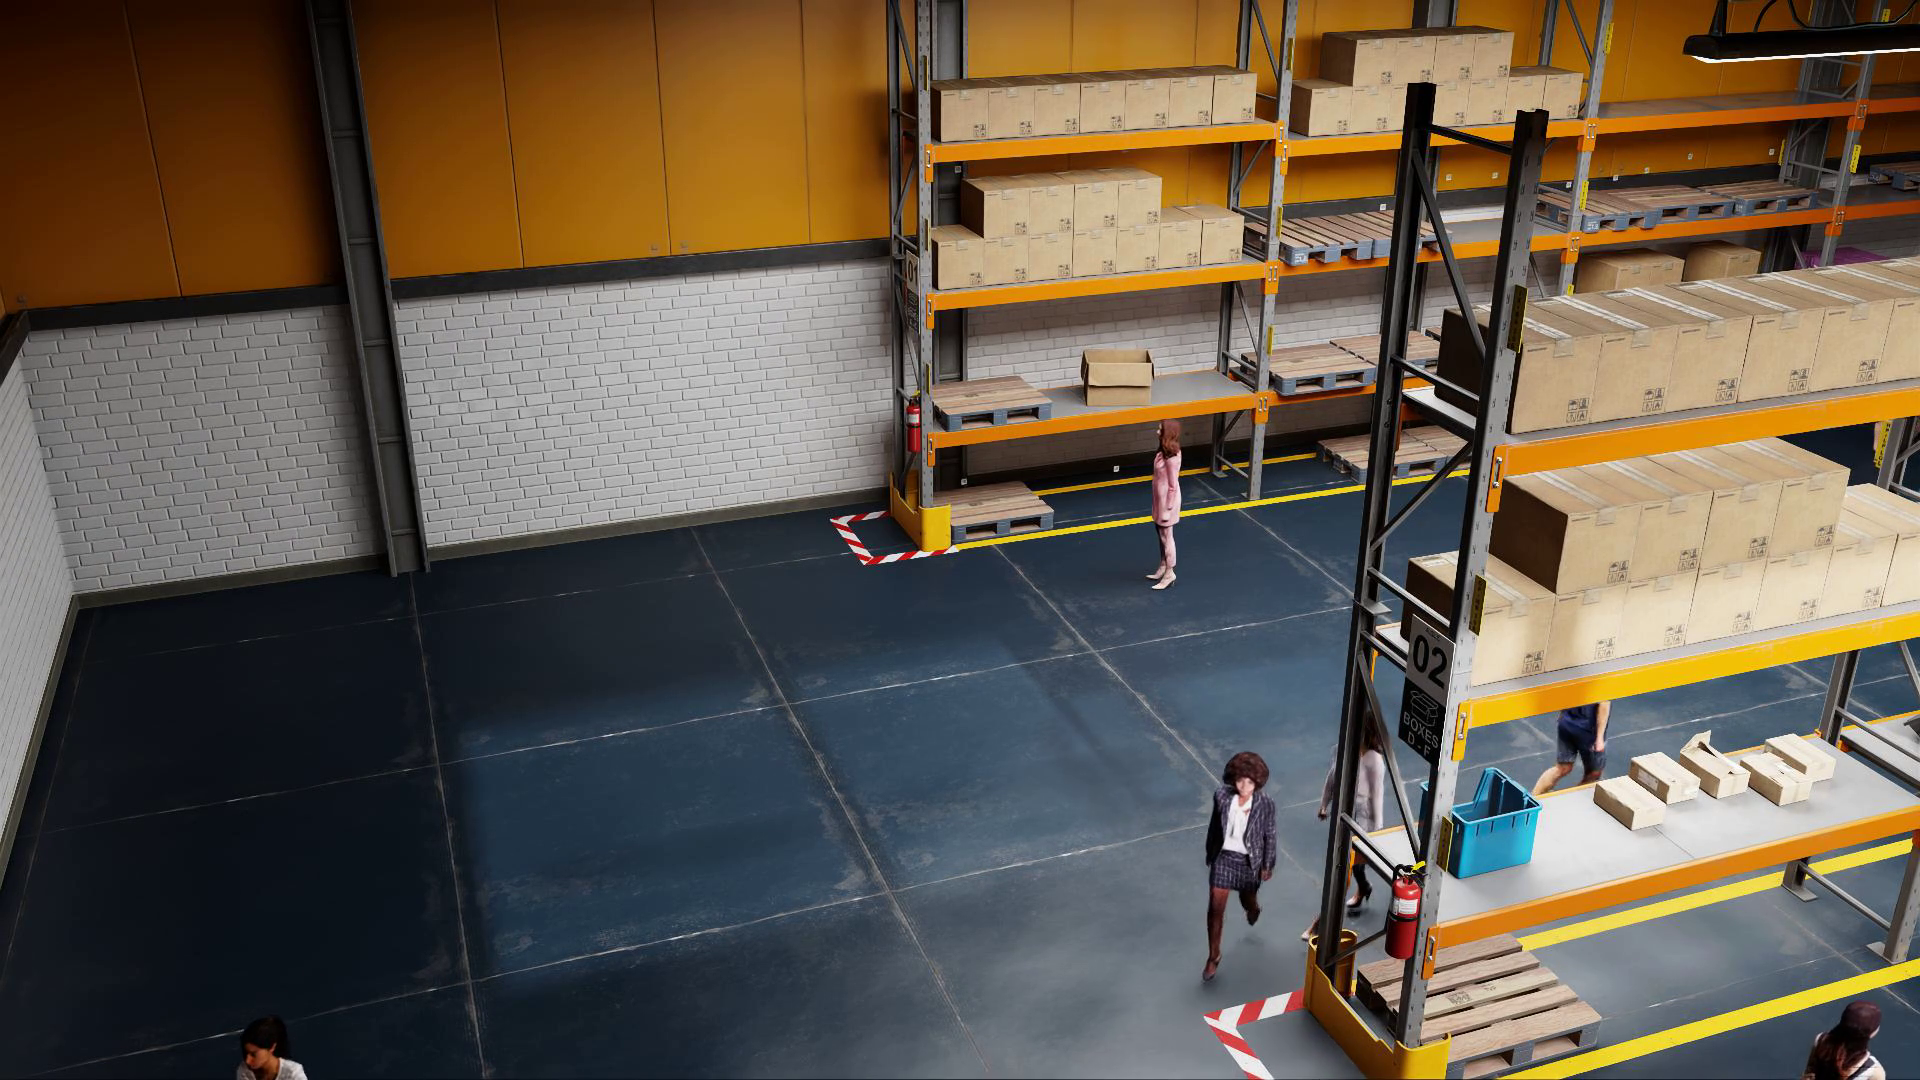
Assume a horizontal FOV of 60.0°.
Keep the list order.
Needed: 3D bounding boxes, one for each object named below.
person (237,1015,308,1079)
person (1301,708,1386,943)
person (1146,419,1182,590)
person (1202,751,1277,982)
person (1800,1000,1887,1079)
[{"bbox_3d":[-3.538,3.195,8.888,1.106,1.595,0.993,3,24,8],"label":"person"},{"bbox_3d":[2.778,1.936,11.609,1.080,1.723,0.764,-15,28,-31],"label":"person"},{"bbox_3d":[2.087,-0.375,16.796,0.616,1.803,0.673,-1,24,-3],"label":"person"},{"bbox_3d":[1.901,2.137,11.215,1.025,1.671,1.084,11,26,23],"label":"person"},{"bbox_3d":[4.594,3.197,8.874,1.125,1.602,0.731,-14,27,-29],"label":"person"}]
